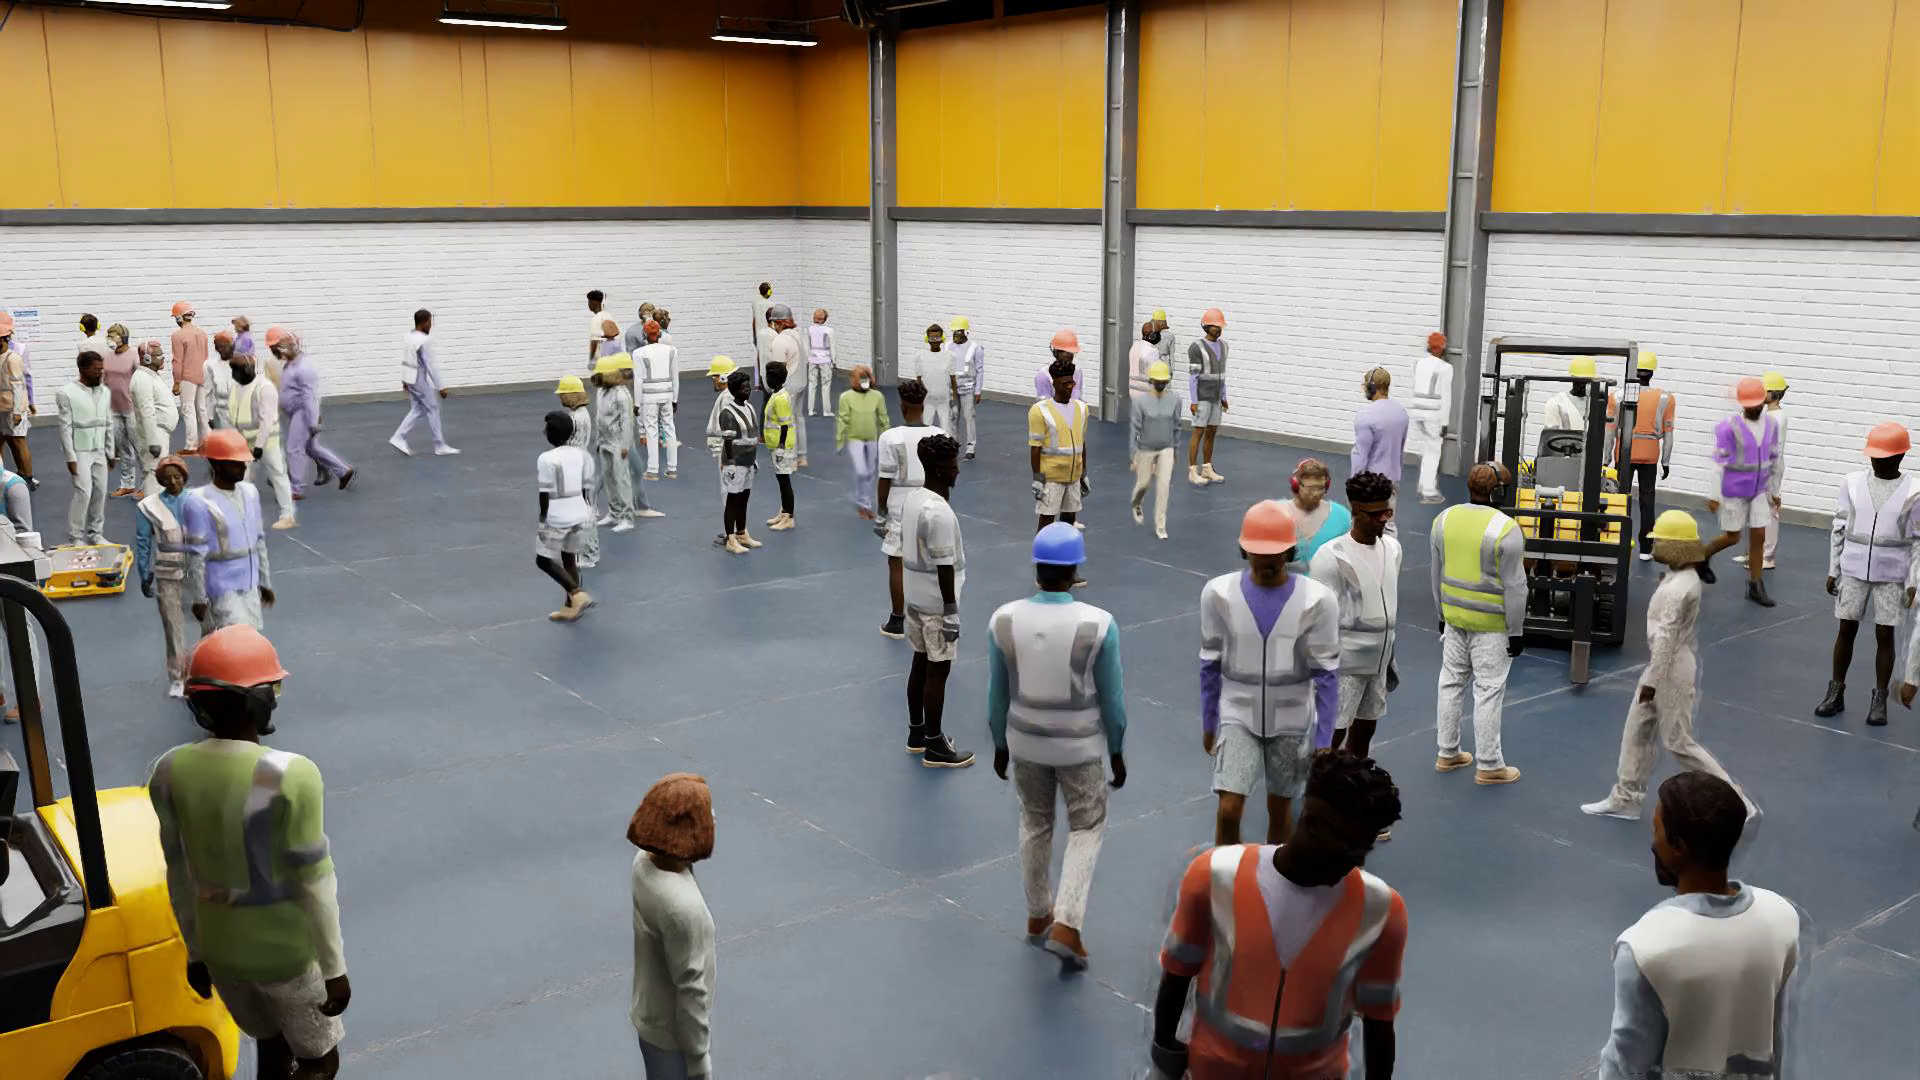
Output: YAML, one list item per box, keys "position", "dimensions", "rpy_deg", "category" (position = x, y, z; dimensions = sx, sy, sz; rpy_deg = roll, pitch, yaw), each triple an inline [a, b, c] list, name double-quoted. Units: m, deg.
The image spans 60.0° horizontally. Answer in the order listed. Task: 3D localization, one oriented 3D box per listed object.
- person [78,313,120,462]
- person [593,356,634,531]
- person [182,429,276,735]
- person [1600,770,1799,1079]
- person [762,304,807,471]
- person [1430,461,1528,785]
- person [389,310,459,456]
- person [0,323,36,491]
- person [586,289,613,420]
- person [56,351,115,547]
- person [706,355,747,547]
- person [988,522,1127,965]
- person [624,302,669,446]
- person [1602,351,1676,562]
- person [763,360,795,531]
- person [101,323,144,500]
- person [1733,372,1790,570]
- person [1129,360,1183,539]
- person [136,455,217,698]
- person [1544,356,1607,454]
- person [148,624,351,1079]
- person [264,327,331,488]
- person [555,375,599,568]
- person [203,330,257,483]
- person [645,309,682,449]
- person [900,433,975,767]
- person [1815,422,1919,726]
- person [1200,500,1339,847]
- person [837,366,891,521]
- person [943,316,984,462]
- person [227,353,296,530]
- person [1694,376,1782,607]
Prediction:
- position: [-10.828, -1.904, 20.865]
  dimensions: [0.335, 1.865, 0.519]
  rpy_deg: [3, 12, 16]
  category: "person"
- position: [-3.498, -0.971, 16.660]
  dimensions: [0.315, 1.740, 0.493]
  rpy_deg: [-11, 16, -43]
  category: "person"
- position: [-4.467, 0.272, 10.203]
  dimensions: [0.465, 1.925, 0.542]
  rpy_deg: [3, 12, 15]
  category: "person"
- position: [1.872, 1.520, 4.248]
  dimensions: [0.591, 1.904, 0.524]
  rpy_deg: [-6, 13, -29]
  category: "person"
- position: [-2.146, -1.880, 20.314]
  dimensions: [0.535, 2.000, 0.702]
  rpy_deg: [4, 12, 16]
  category: "person"
- position: [2.968, 0.464, 9.476]
  dimensions: [0.429, 1.845, 0.621]
  rpy_deg: [-7, 14, -31]
  category: "person"
- position: [-6.884, -1.993, 21.255]
  dimensions: [0.907, 1.876, 0.668]
  rpy_deg: [-9, 15, -38]
  category: "person"
- position: [-10.721, -1.491, 18.731]
  dimensions: [0.551, 1.923, 0.391]
  rpy_deg: [10, 15, 41]
  category: "person"
- position: [-5.354, -2.730, 24.635]
  dimensions: [0.464, 1.947, 0.639]
  rpy_deg: [1, 12, 5]
  category: "person"
- position: [-8.135, -0.811, 15.504]
  dimensions: [0.406, 1.899, 0.601]
  rpy_deg: [3, 12, 14]
  category: "person"
- position: [-2.210, -0.850, 15.884]
  dimensions: [0.403, 1.819, 0.600]
  rpy_deg: [0, 12, -2]
  category: "person"
- position: [0.415, 0.879, 7.249]
  dimensions: [0.618, 1.941, 0.497]
  rpy_deg: [5, 13, 24]
  category: "person"
- position: [-4.151, -2.214, 22.216]
  dimensions: [0.641, 1.927, 0.384]
  rpy_deg: [-9, 15, -38]
  category: "person"
- position: [6.176, -0.761, 15.183]
  dimensions: [0.595, 1.925, 0.370]
  rpy_deg: [3, 12, 16]
  category: "person"
- position: [-1.804, -0.940, 16.601]
  dimensions: [0.316, 1.698, 0.541]
  rpy_deg: [-2, 12, -11]
  category: "person"
- position: [-9.148, -1.404, 18.264]
  dimensions: [0.630, 1.940, 0.372]
  rpy_deg: [4, 12, 20]
  category: "person"
- position: [7.199, -0.616, 14.880]
  dimensions: [0.311, 1.769, 0.522]
  rpy_deg: [2, 12, 10]
  category: "person"
- position: [1.901, -0.918, 16.385]
  dimensions: [0.535, 1.744, 0.681]
  rpy_deg: [-2, 12, -8]
  category: "person"
- position: [-5.191, 0.236, 11.094]
  dimensions: [0.531, 1.630, 0.329]
  rpy_deg: [-7, 14, -32]
  category: "person"
- position: [5.501, -0.693, 14.892]
  dimensions: [0.582, 1.919, 0.396]
  rpy_deg: [-3, 12, -12]
  category: "person"
- position: [-2.204, 1.272, 5.150]
  dimensions: [0.644, 2.019, 0.694]
  rpy_deg: [5, 13, 22]
  category: "person"
- position: [-7.579, -1.490, 18.851]
  dimensions: [0.545, 1.863, 1.070]
  rpy_deg: [4, 12, 20]
  category: "person"
- position: [-3.442, -0.614, 14.948]
  dimensions: [0.316, 1.738, 0.487]
  rpy_deg: [-2, 12, -8]
  category: "person"
- position: [-8.103, -1.434, 18.618]
  dimensions: [0.597, 1.859, 0.747]
  rpy_deg: [-1, 12, -6]
  category: "person"
- position: [-3.955, -2.135, 22.020]
  dimensions: [0.511, 1.844, 0.328]
  rpy_deg: [9, 15, 38]
  category: "person"
- position: [-0.145, 0.346, 9.744]
  dimensions: [0.361, 1.964, 0.614]
  rpy_deg: [-4, 13, -21]
  category: "person"
- position: [5.766, 0.209, 10.497]
  dimensions: [0.542, 1.929, 0.374]
  rpy_deg: [10, 15, 40]
  category: "person"
- position: [1.341, 0.824, 7.325]
  dimensions: [0.619, 2.017, 0.709]
  rpy_deg: [3, 12, 14]
  category: "person"
- position: [-0.974, -0.991, 17.058]
  dimensions: [0.601, 1.600, 0.479]
  rpy_deg: [-7, 13, -29]
  category: "person"
- position: [0.001, -1.900, 20.914]
  dimensions: [0.600, 1.831, 0.404]
  rpy_deg: [6, 13, 29]
  category: "person"
- position: [-6.992, -0.929, 16.348]
  dimensions: [0.623, 1.781, 0.987]
  rpy_deg: [5, 13, 23]
  category: "person"
- position: [6.419, -0.430, 13.696]
  dimensions: [0.642, 1.896, 0.740]
  rpy_deg: [-3, 12, -16]
  category: "person"
